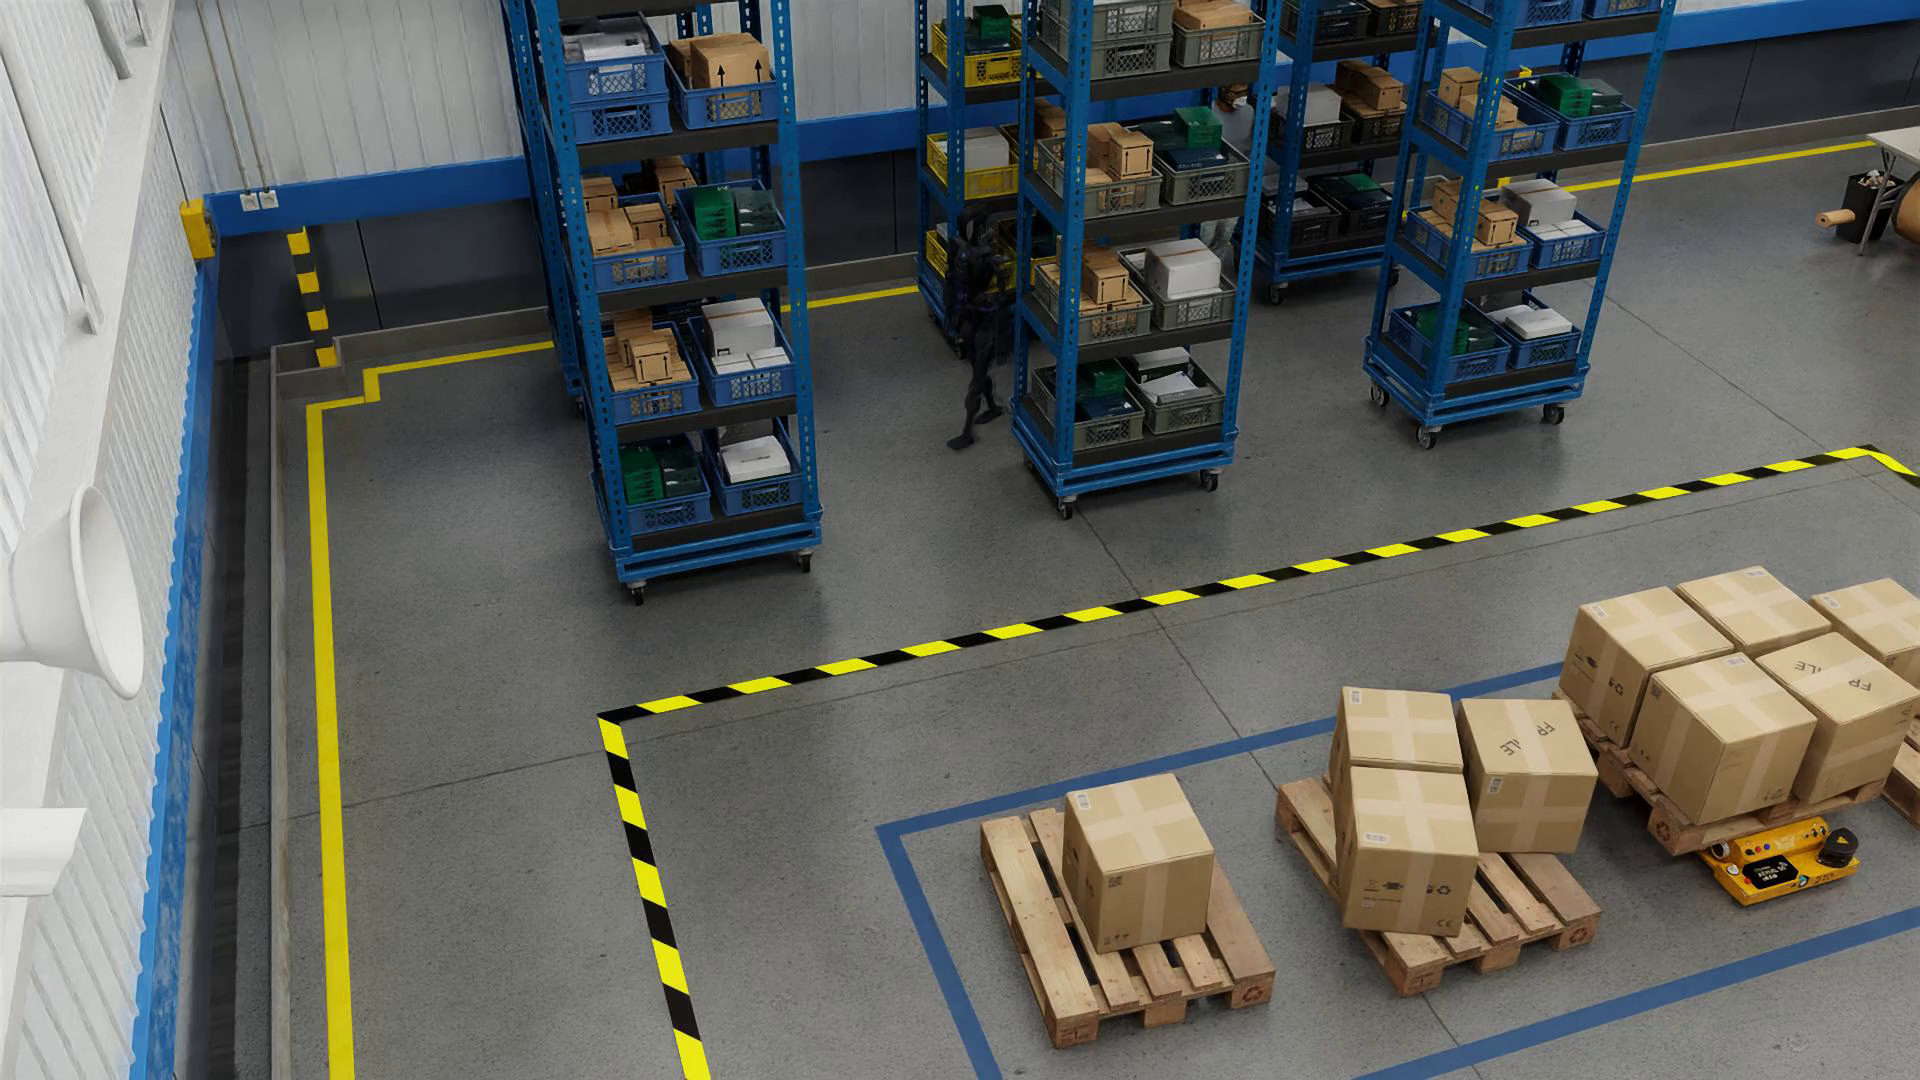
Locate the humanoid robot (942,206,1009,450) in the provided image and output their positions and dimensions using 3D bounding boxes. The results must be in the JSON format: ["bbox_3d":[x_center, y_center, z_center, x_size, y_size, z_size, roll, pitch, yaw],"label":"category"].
[{"bbox_3d":[0.071,-1.408,10.845,0.709,1.631,0.609,-28,44,-33],"label":"humanoid robot"}]

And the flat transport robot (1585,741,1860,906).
[{"bbox_3d":[3.738,1.188,8.347,0.652,0.197,1.431,-11,37,-15],"label":"flat transport robot"}]

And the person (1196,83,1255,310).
[{"bbox_3d":[1.887,-2.541,12.224,0.620,1.932,0.371,-23,41,-29],"label":"person"}]
